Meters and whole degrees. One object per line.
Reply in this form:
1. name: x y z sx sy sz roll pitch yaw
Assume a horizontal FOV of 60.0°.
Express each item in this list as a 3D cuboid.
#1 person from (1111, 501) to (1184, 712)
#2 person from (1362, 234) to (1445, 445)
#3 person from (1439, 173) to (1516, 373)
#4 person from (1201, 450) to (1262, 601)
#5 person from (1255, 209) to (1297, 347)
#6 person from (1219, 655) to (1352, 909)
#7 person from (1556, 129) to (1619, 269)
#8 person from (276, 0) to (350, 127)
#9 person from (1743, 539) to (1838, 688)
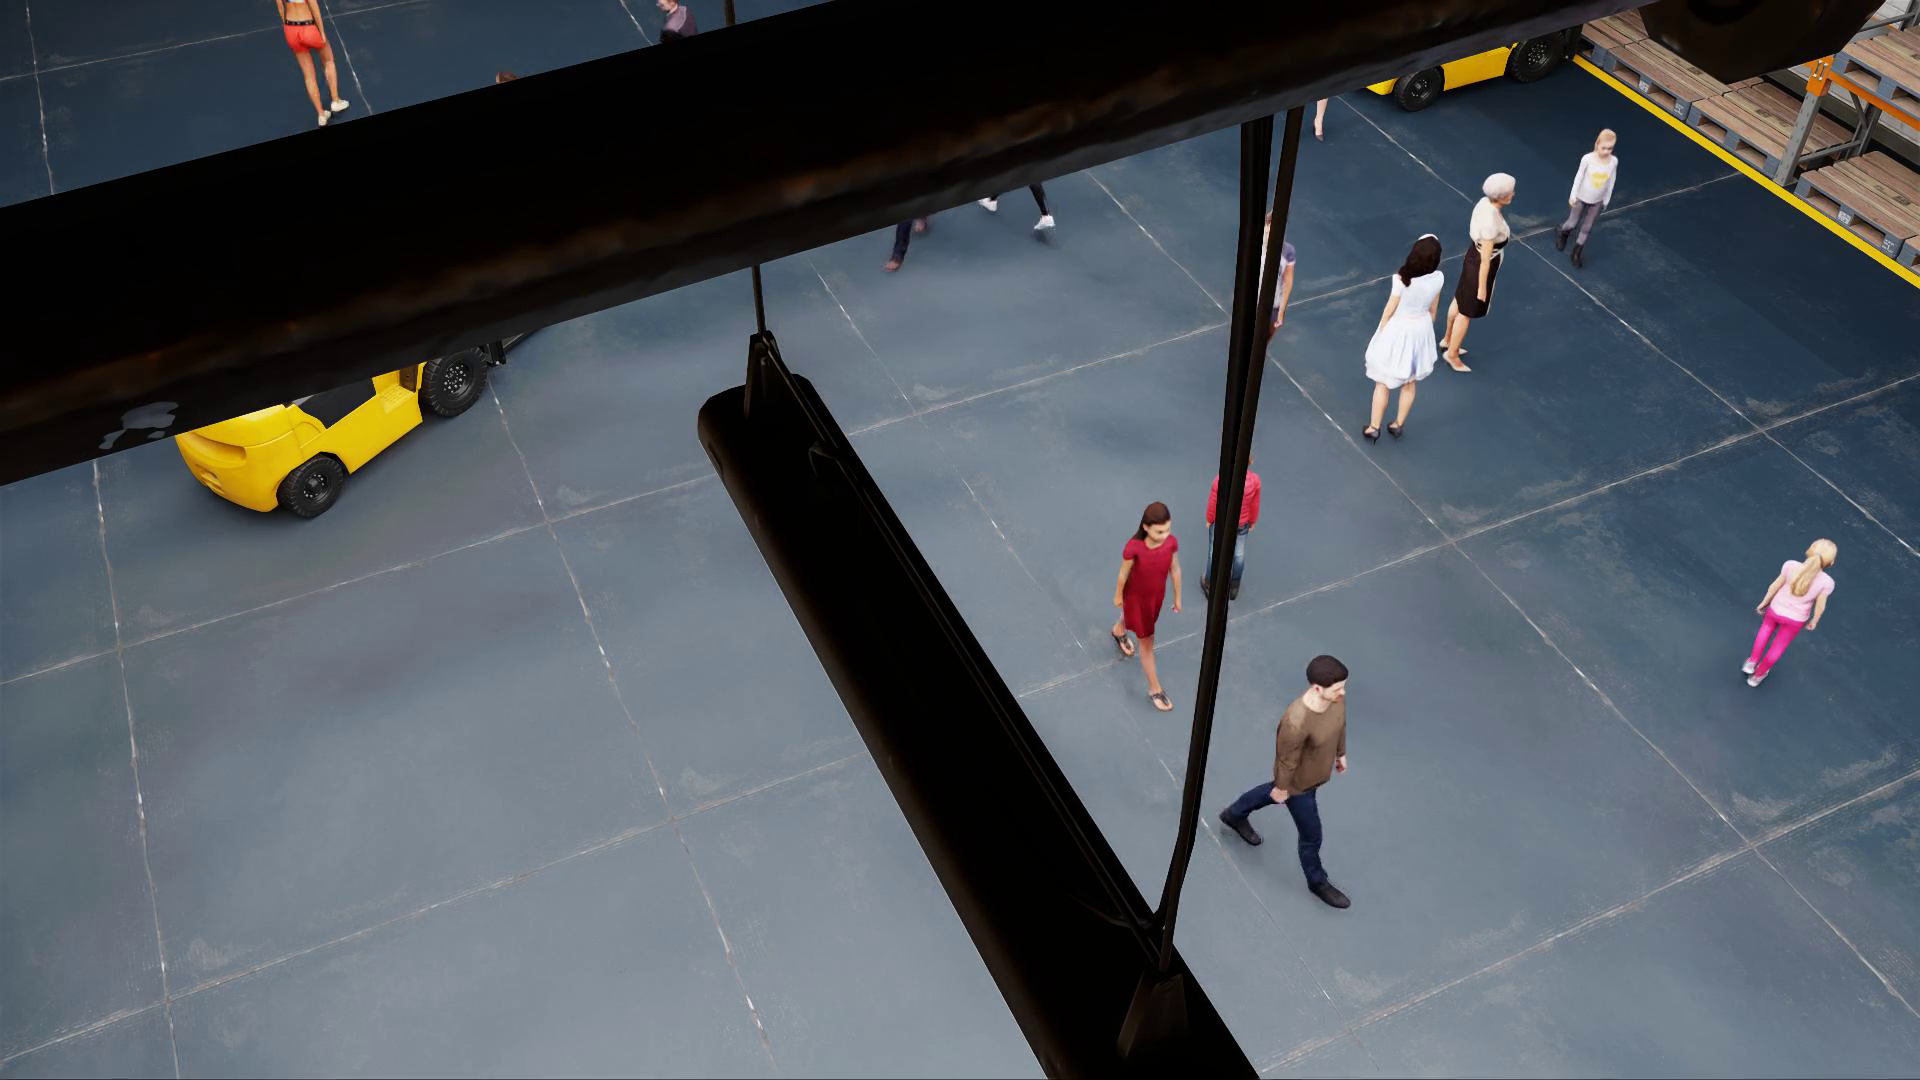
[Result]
1. person: 1.171 0.294 10.808 0.553 1.507 1.047 -17 46 -17
2. person: 3.333 -1.486 12.451 0.785 1.816 0.820 -6 44 -6
3. person: 4.086 -2.128 13.170 0.777 1.754 0.659 5 44 5
4. person: 1.853 -0.119 11.380 0.572 1.314 0.590 -1 44 -1
5. person: 2.381 -1.880 13.046 0.948 1.566 1.100 7 44 8
6. person: 1.891 1.273 9.533 1.271 1.848 1.022 28 50 26
7. person: 5.462 -3.008 14.445 0.637 1.270 0.725 4 44 4
8. person: -6.321 -4.807 15.969 0.706 1.773 0.759 -2 44 -2
9. person: 5.347 0.494 10.772 0.551 1.266 0.644 33 53 30
